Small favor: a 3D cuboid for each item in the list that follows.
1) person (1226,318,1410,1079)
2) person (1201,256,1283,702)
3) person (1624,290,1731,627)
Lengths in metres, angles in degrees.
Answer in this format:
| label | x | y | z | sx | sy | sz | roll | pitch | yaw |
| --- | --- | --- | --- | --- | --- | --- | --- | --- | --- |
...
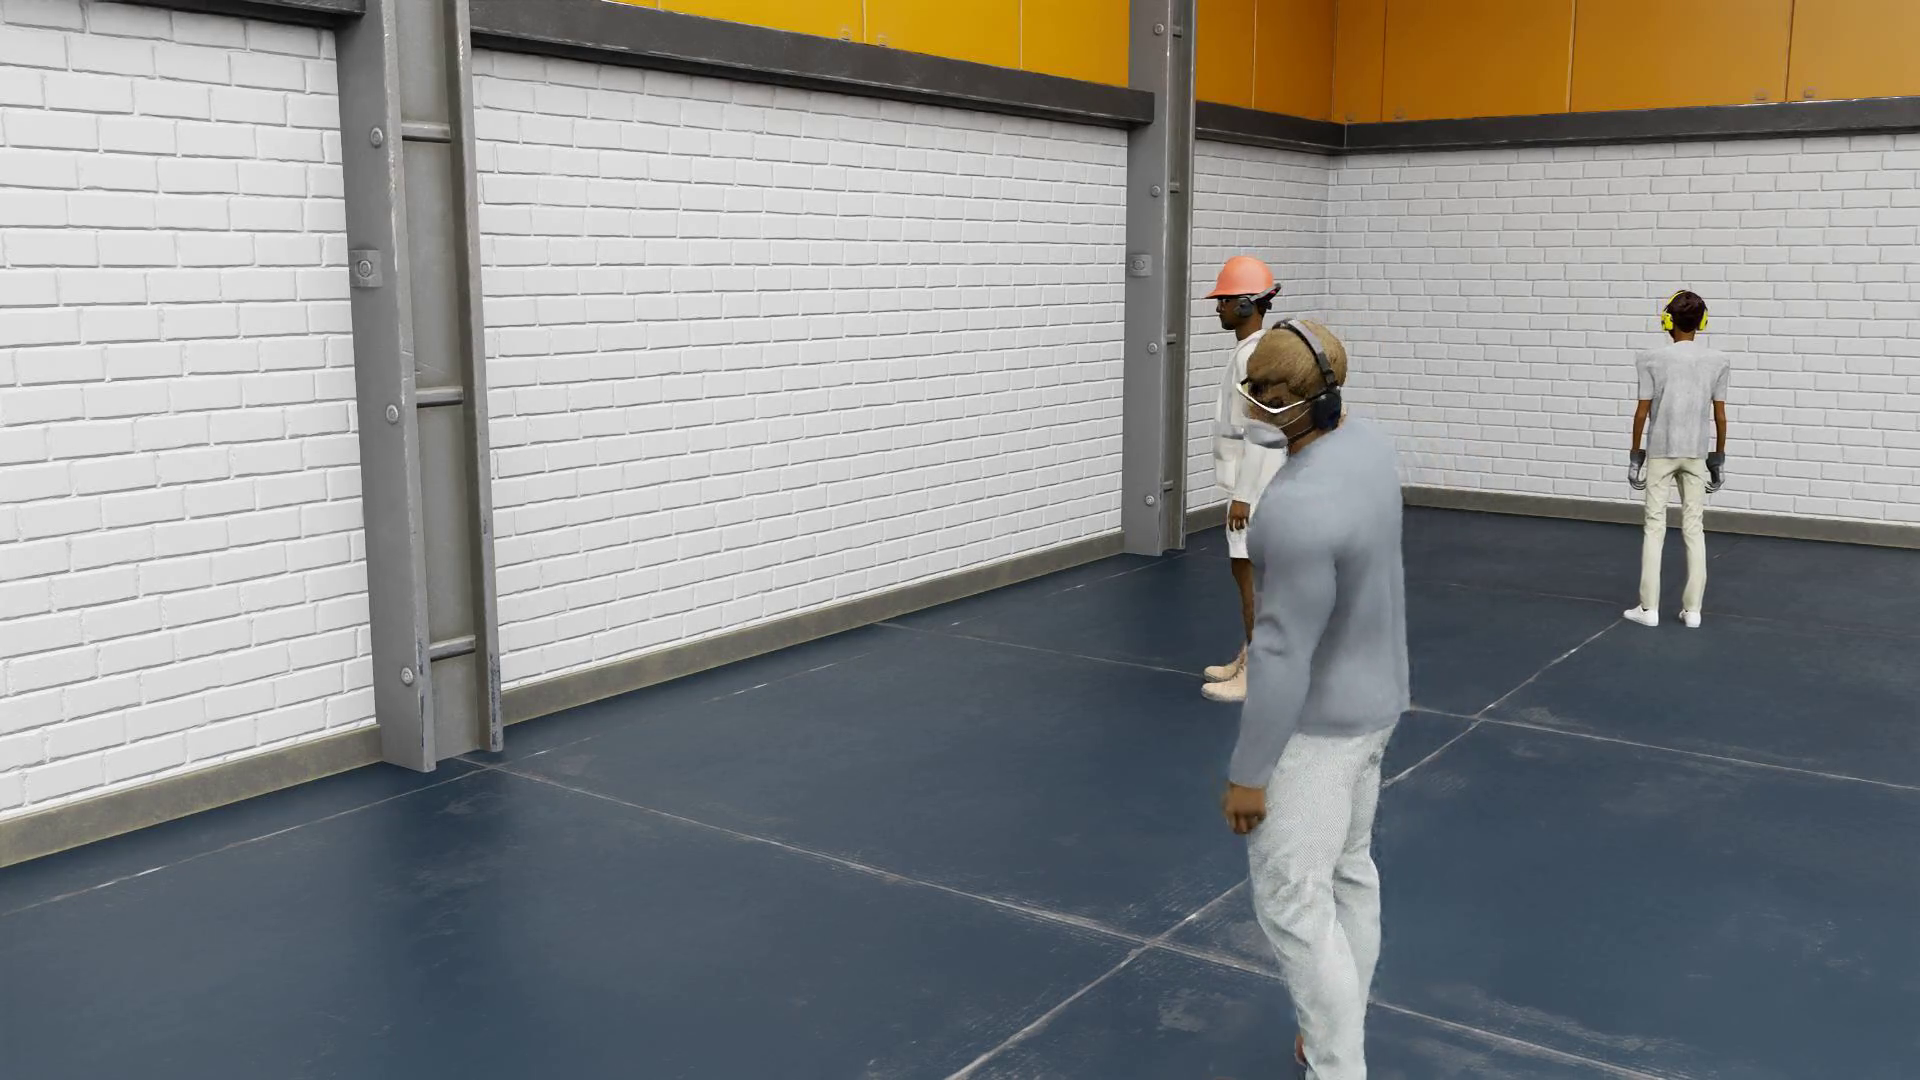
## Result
| label | x | y | z | sx | sy | sz | roll | pitch | yaw |
| --- | --- | --- | --- | --- | --- | --- | --- | --- | --- |
| person | 0.839 | 0.446 | 3.829 | 0.360 | 1.900 | 0.701 | 5 | 11 | 29 |
| person | 1.294 | -0.275 | 7.669 | 0.378 | 2.041 | 0.616 | 2 | 10 | 12 |
| person | 3.986 | -0.441 | 9.228 | 0.509 | 1.855 | 0.331 | 1 | 10 | 8 |
